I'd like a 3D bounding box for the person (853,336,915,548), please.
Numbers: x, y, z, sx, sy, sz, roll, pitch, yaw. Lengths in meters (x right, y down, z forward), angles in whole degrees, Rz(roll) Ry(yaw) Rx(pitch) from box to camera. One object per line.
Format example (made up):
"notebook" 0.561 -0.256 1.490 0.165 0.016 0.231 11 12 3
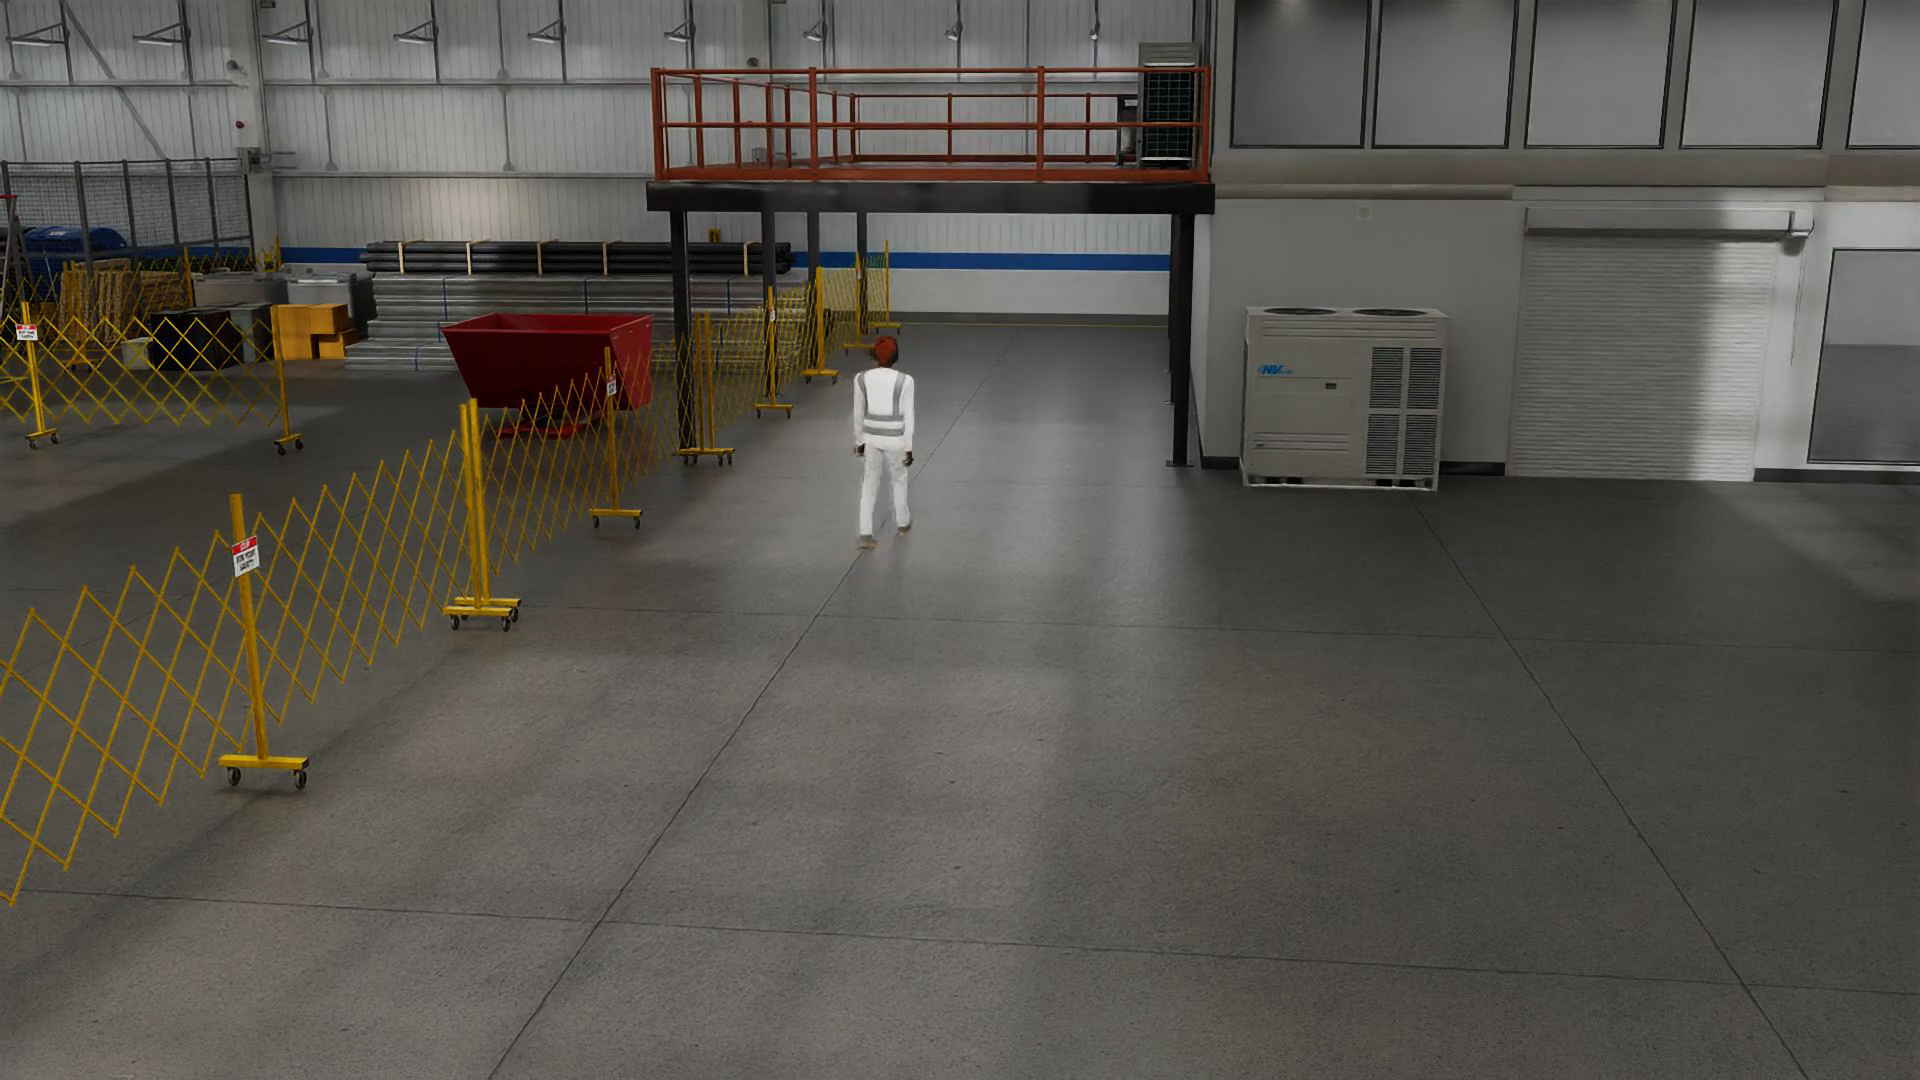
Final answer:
"person" -0.670 -0.861 14.498 0.593 1.838 0.976 4 14 17
